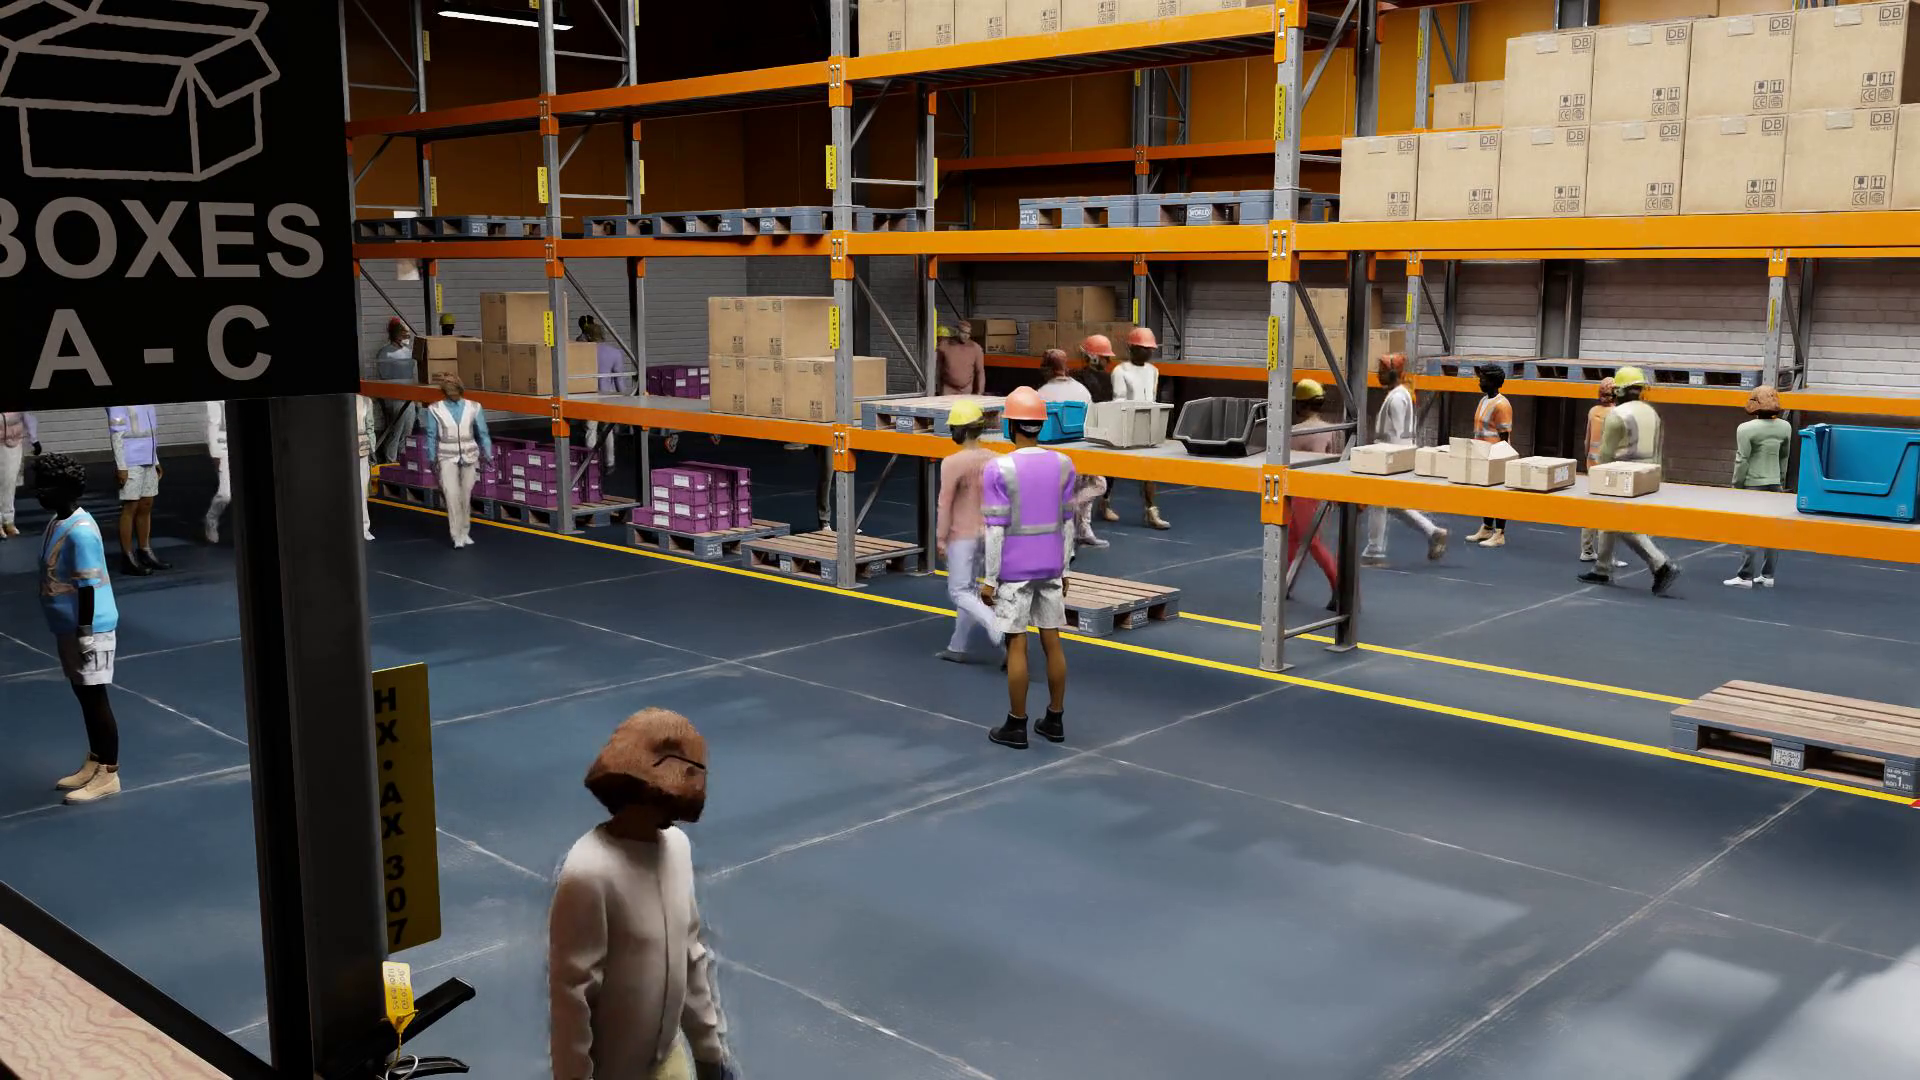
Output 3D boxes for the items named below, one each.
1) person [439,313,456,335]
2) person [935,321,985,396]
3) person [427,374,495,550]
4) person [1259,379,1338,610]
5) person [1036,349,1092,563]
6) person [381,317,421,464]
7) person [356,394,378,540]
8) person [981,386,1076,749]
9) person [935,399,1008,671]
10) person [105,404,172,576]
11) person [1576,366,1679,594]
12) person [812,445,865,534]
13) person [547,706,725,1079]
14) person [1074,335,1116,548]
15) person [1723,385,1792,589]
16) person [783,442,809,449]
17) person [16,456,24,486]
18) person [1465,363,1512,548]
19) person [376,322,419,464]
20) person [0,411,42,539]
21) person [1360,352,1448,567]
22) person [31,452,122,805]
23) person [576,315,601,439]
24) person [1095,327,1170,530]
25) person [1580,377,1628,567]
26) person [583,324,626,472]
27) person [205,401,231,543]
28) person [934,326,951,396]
[{"bbox_3d":[-7.312,-2.289,23.888,0.585,1.929,0.377,-9,13,-42],"label":"person"},{"bbox_3d":[-0.002,-2.022,22.480,0.668,1.855,0.916,0,9,-3],"label":"person"},{"bbox_3d":[-4.546,-0.710,15.167,0.541,1.595,0.811,-5,10,-27],"label":"person"},{"bbox_3d":[2.668,-0.356,12.618,0.859,1.733,0.520,8,12,39],"label":"person"},{"bbox_3d":[0.773,-0.657,13.980,0.679,1.890,0.471,-8,12,-41],"label":"person"},{"bbox_3d":[-7.028,-1.844,21.101,0.782,1.951,0.684,1,9,6],"label":"person"},{"bbox_3d":[-5.725,-0.790,15.589,0.523,1.637,0.310,-7,12,-38],"label":"person"},{"bbox_3d":[0.349,0.149,8.910,0.547,1.938,0.377,-5,10,-27],"label":"person"},{"bbox_3d":[0.098,-0.022,10.567,0.728,1.742,0.530,8,12,41],"label":"person"},{"bbox_3d":[-6.879,-0.673,13.958,0.373,1.935,0.552,1,9,7],"label":"person"},{"bbox_3d":[5.354,-0.478,13.207,0.589,1.795,0.836,-8,12,-39],"label":"person"},{"bbox_3d":[-1.167,-0.994,15.977,0.585,1.920,0.374,-7,11,-36],"label":"person"},{"bbox_3d":[-0.734,1.173,3.672,0.347,1.619,0.569,4,10,23],"label":"person"},{"bbox_3d":[1.127,-0.878,15.101,0.558,1.972,0.644,-1,9,-5],"label":"person"},{"bbox_3d":[6.404,-0.422,13.346,0.500,1.633,0.281,-3,10,-17],"label":"person"},{"bbox_3d":[-2.353,-2.283,23.647,0.395,1.992,0.622,2,9,11],"label":"person"},{"bbox_3d":[-11.113,-1.474,19.272,0.510,1.822,1.017,-3,10,-20],"label":"person"},{"bbox_3d":[4.890,-0.778,15.323,0.319,1.698,0.539,-1,9,-4],"label":"person"},{"bbox_3d":[-6.679,-1.633,19.851,0.373,1.935,0.628,2,10,14],"label":"person"},{"bbox_3d":[-9.113,-0.916,15.835,0.747,1.816,0.649,8,12,39],"label":"person"},{"bbox_3d":[3.752,-0.670,14.191,0.780,1.859,0.596,3,10,15],"label":"person"},{"bbox_3d":[-4.249,0.417,8.026,0.321,1.694,0.534,-7,12,-37],"label":"person"},{"bbox_3d":[-5.600,-2.442,25.036,0.318,1.860,0.531,-5,11,-29],"label":"person"},{"bbox_3d":[1.715,-1.126,16.587,0.626,1.993,1.058,-6,11,-33],"label":"person"},{"bbox_3d":[5.583,-0.591,14.361,0.309,1.639,0.522,-2,10,-14],"label":"person"},{"bbox_3d":[-4.473,-1.715,20.510,0.692,1.869,1.057,-2,9,-10],"label":"person"},{"bbox_3d":[-6.583,-0.810,15.037,0.741,1.861,0.589,7,11,36],"label":"person"},{"bbox_3d":[-0.268,-2.215,24.002,0.319,1.742,0.492,5,11,30],"label":"person"}]
